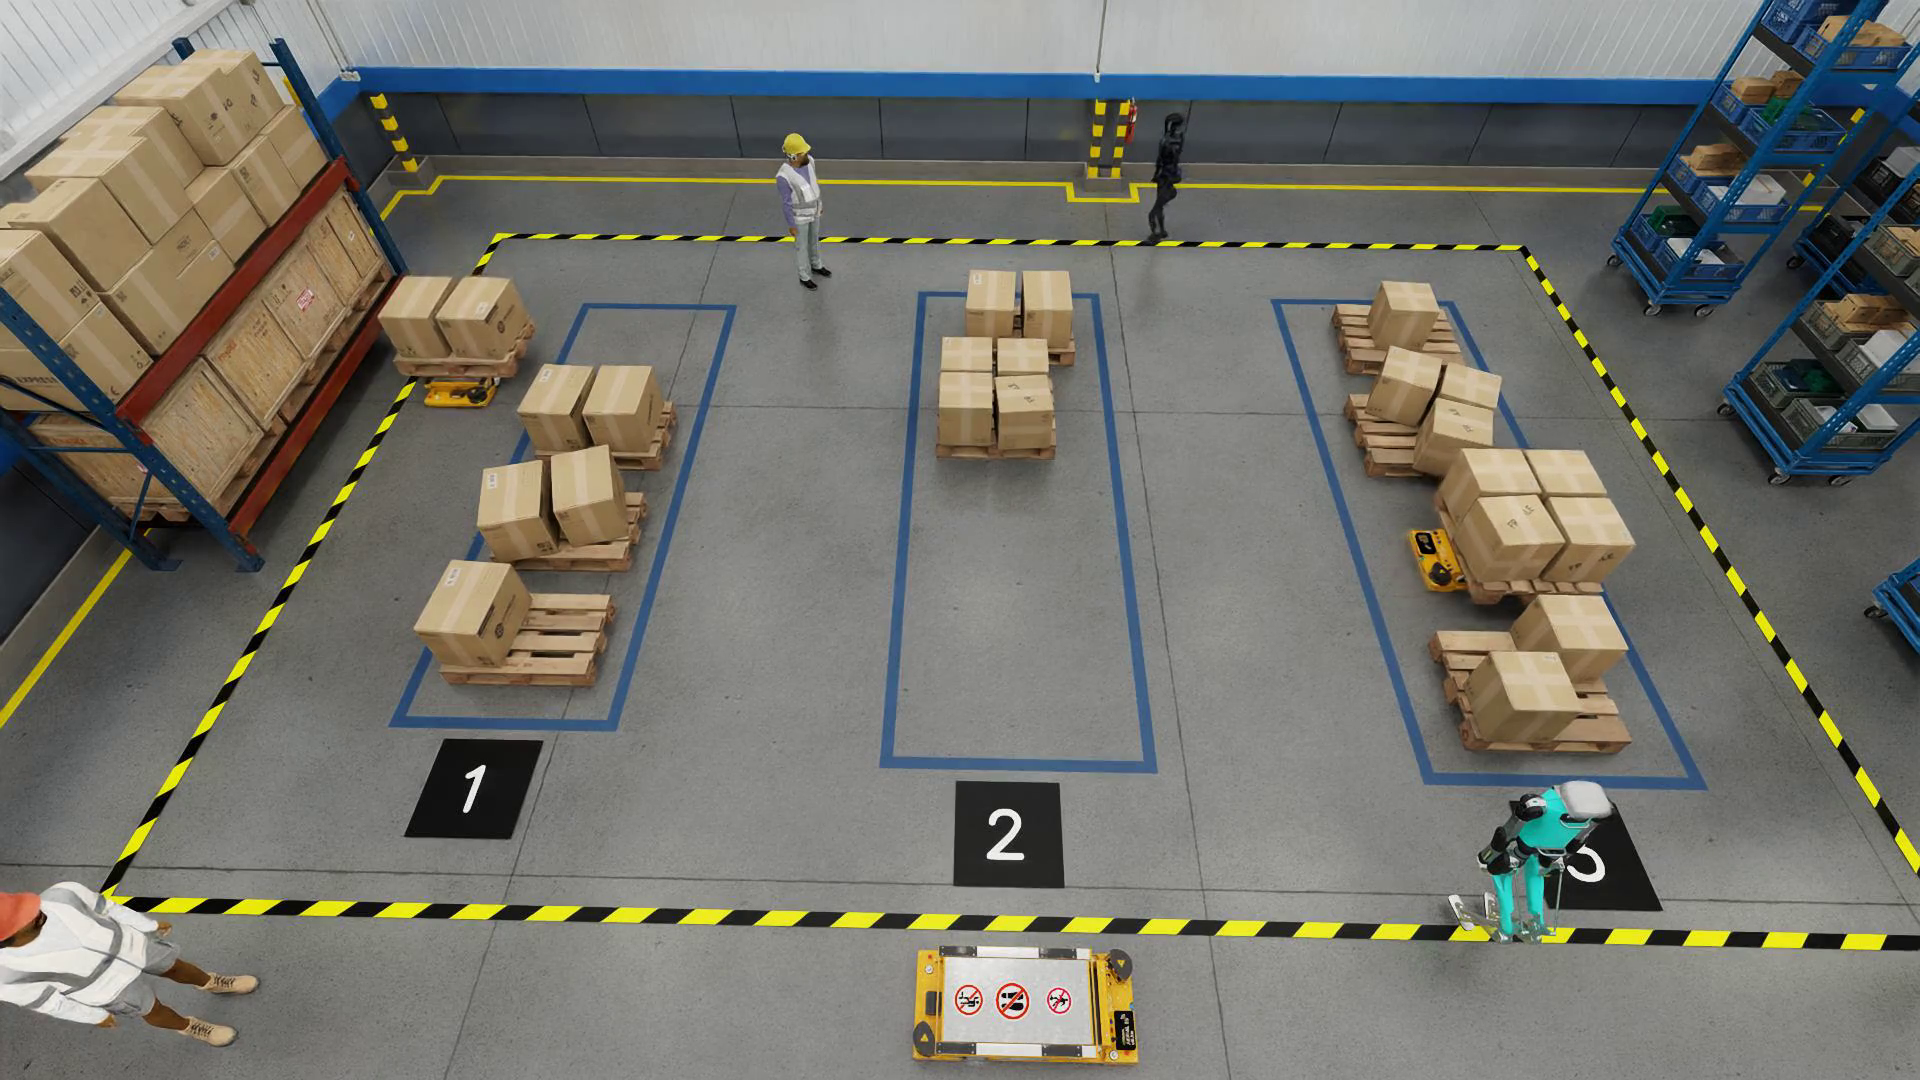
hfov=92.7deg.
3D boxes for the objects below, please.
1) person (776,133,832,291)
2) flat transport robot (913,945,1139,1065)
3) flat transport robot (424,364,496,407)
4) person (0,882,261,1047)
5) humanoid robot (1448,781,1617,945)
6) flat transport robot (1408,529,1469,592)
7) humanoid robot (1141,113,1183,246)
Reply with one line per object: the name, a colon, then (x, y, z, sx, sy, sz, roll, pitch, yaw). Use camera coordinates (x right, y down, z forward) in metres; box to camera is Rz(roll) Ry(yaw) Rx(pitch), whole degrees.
person: (-1.783, -3.770, 10.546, 0.404, 1.836, 0.599, 24, 55, 18)
flat transport robot: (0.422, 3.041, 6.007, 1.431, 0.231, 0.659, 1, 51, 1)
flat transport robot: (-5.337, -2.019, 10.114, 0.652, 0.197, 1.431, 1, 51, 1)
person: (-4.889, 2.479, 5.319, 0.361, 2.047, 0.611, 1, 51, 1)
humanoid robot: (3.578, 2.144, 5.706, 0.533, 1.673, 0.735, 1, 51, 1)
flat transport robot: (4.921, 0.159, 8.338, 1.431, 0.197, 0.652, 1, 51, 1)
humanoid robot: (2.483, -4.376, 11.144, 0.455, 1.639, 0.603, -7, 51, -6)
